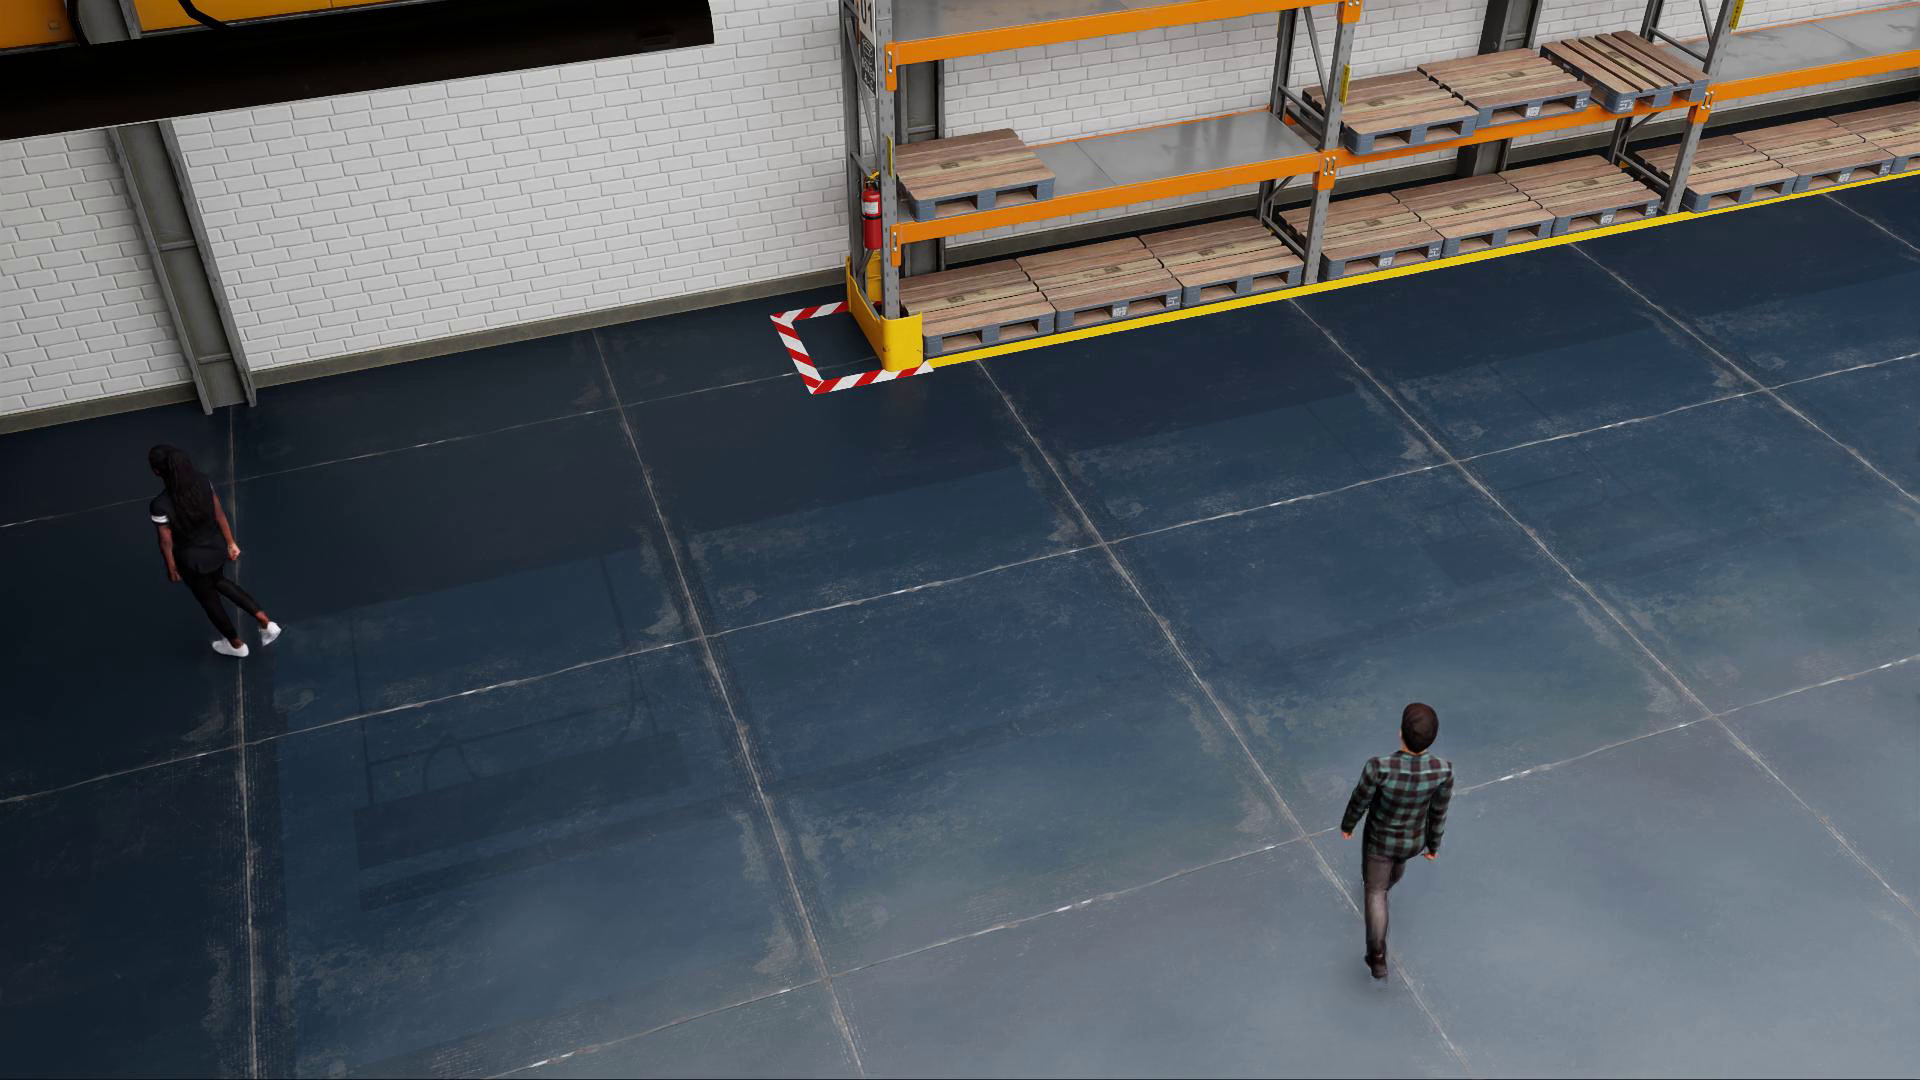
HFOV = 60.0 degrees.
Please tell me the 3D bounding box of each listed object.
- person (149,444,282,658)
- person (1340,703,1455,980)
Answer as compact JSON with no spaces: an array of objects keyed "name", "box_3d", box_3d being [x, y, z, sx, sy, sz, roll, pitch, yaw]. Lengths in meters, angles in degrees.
[{"name":"person","box_3d":[-4.812,0.131,10.701,0.919,1.719,0.850,15,41,19]},{"name":"person","box_3d":[2.319,1.604,8.815,1.119,1.692,0.962,0,39,0]}]
